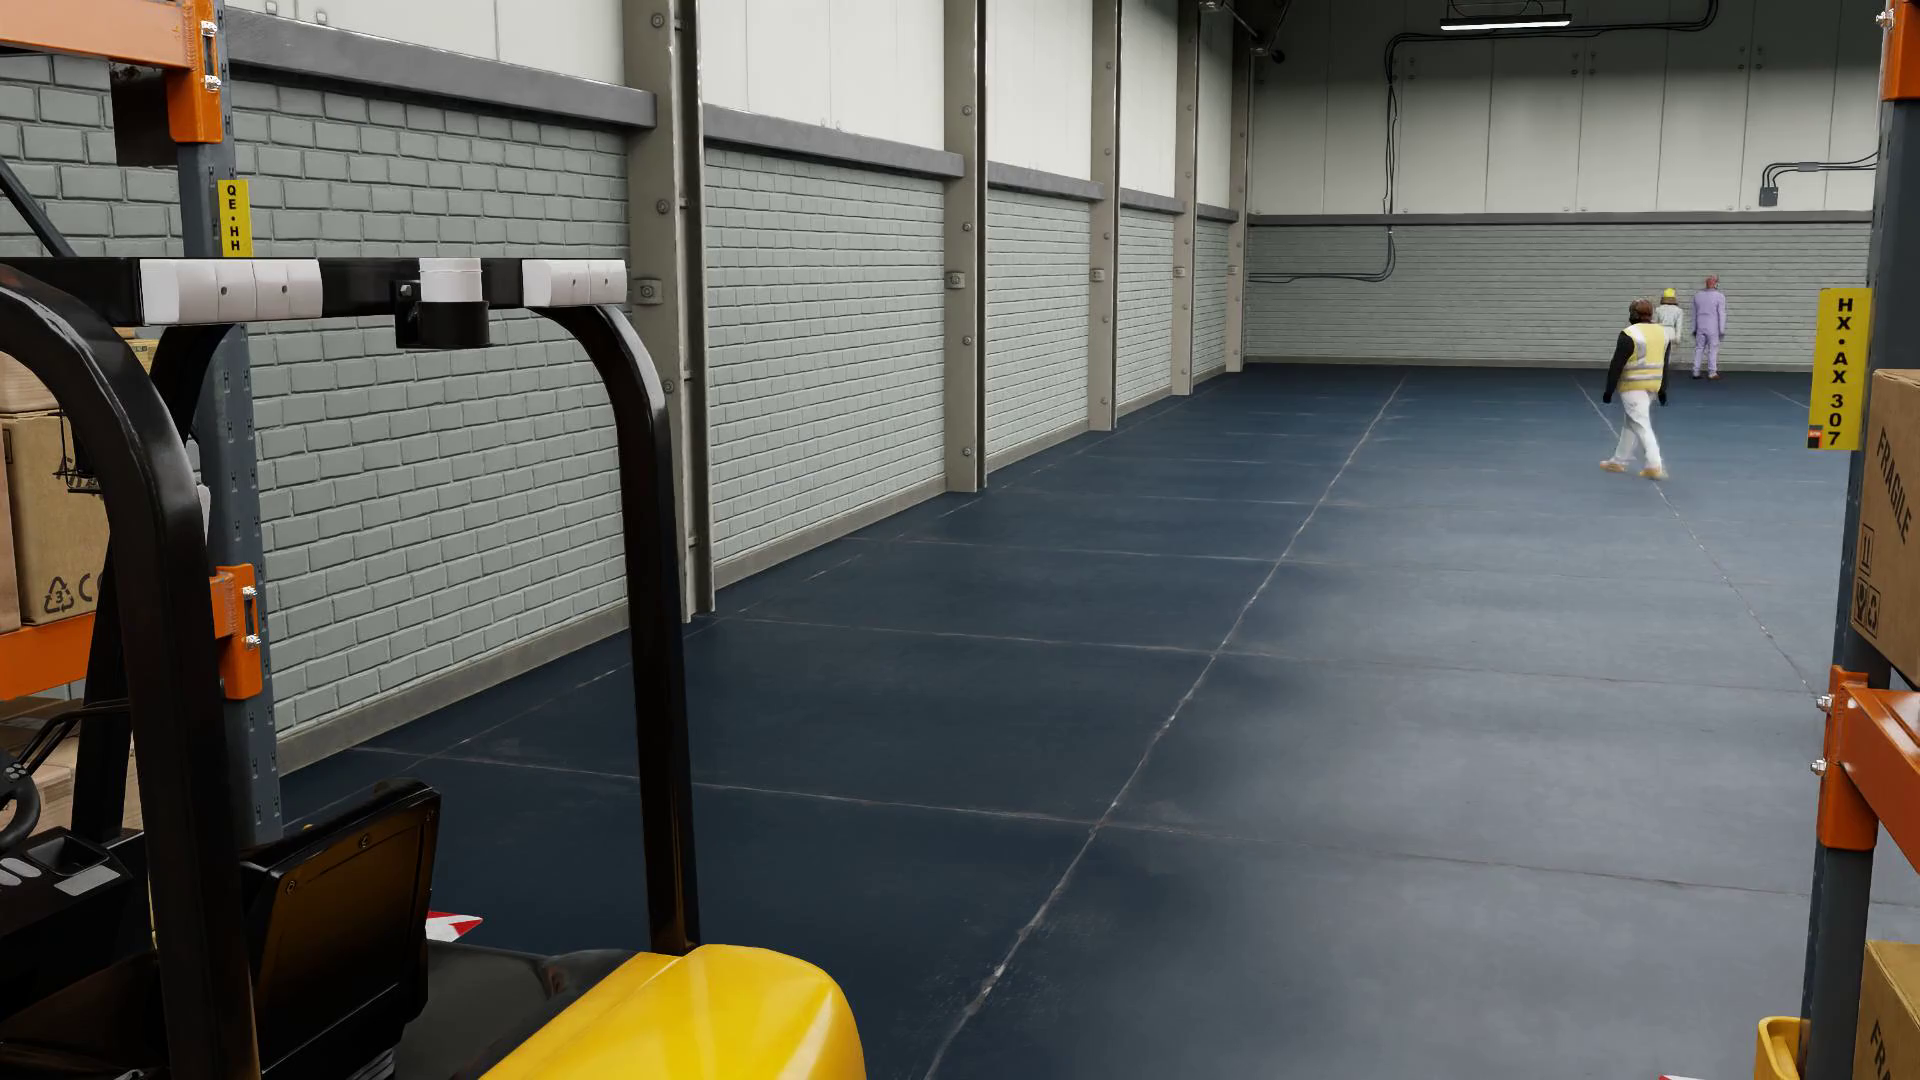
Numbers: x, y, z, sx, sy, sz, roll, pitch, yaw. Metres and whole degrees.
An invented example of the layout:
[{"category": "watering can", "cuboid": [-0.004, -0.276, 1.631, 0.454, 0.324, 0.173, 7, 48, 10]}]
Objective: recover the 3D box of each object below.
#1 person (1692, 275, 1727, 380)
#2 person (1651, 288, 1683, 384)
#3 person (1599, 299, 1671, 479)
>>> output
[{"category": "person", "cuboid": [13.742, -3.886, 30.483, 0.404, 1.906, 0.648, -6, 11, -33]}, {"category": "person", "cuboid": [12.138, -3.470, 28.593, 0.499, 1.708, 0.851, 1, 10, 7]}, {"category": "person", "cuboid": [6.857, -1.527, 16.785, 0.631, 1.802, 0.931, -5, 11, -29]}]
